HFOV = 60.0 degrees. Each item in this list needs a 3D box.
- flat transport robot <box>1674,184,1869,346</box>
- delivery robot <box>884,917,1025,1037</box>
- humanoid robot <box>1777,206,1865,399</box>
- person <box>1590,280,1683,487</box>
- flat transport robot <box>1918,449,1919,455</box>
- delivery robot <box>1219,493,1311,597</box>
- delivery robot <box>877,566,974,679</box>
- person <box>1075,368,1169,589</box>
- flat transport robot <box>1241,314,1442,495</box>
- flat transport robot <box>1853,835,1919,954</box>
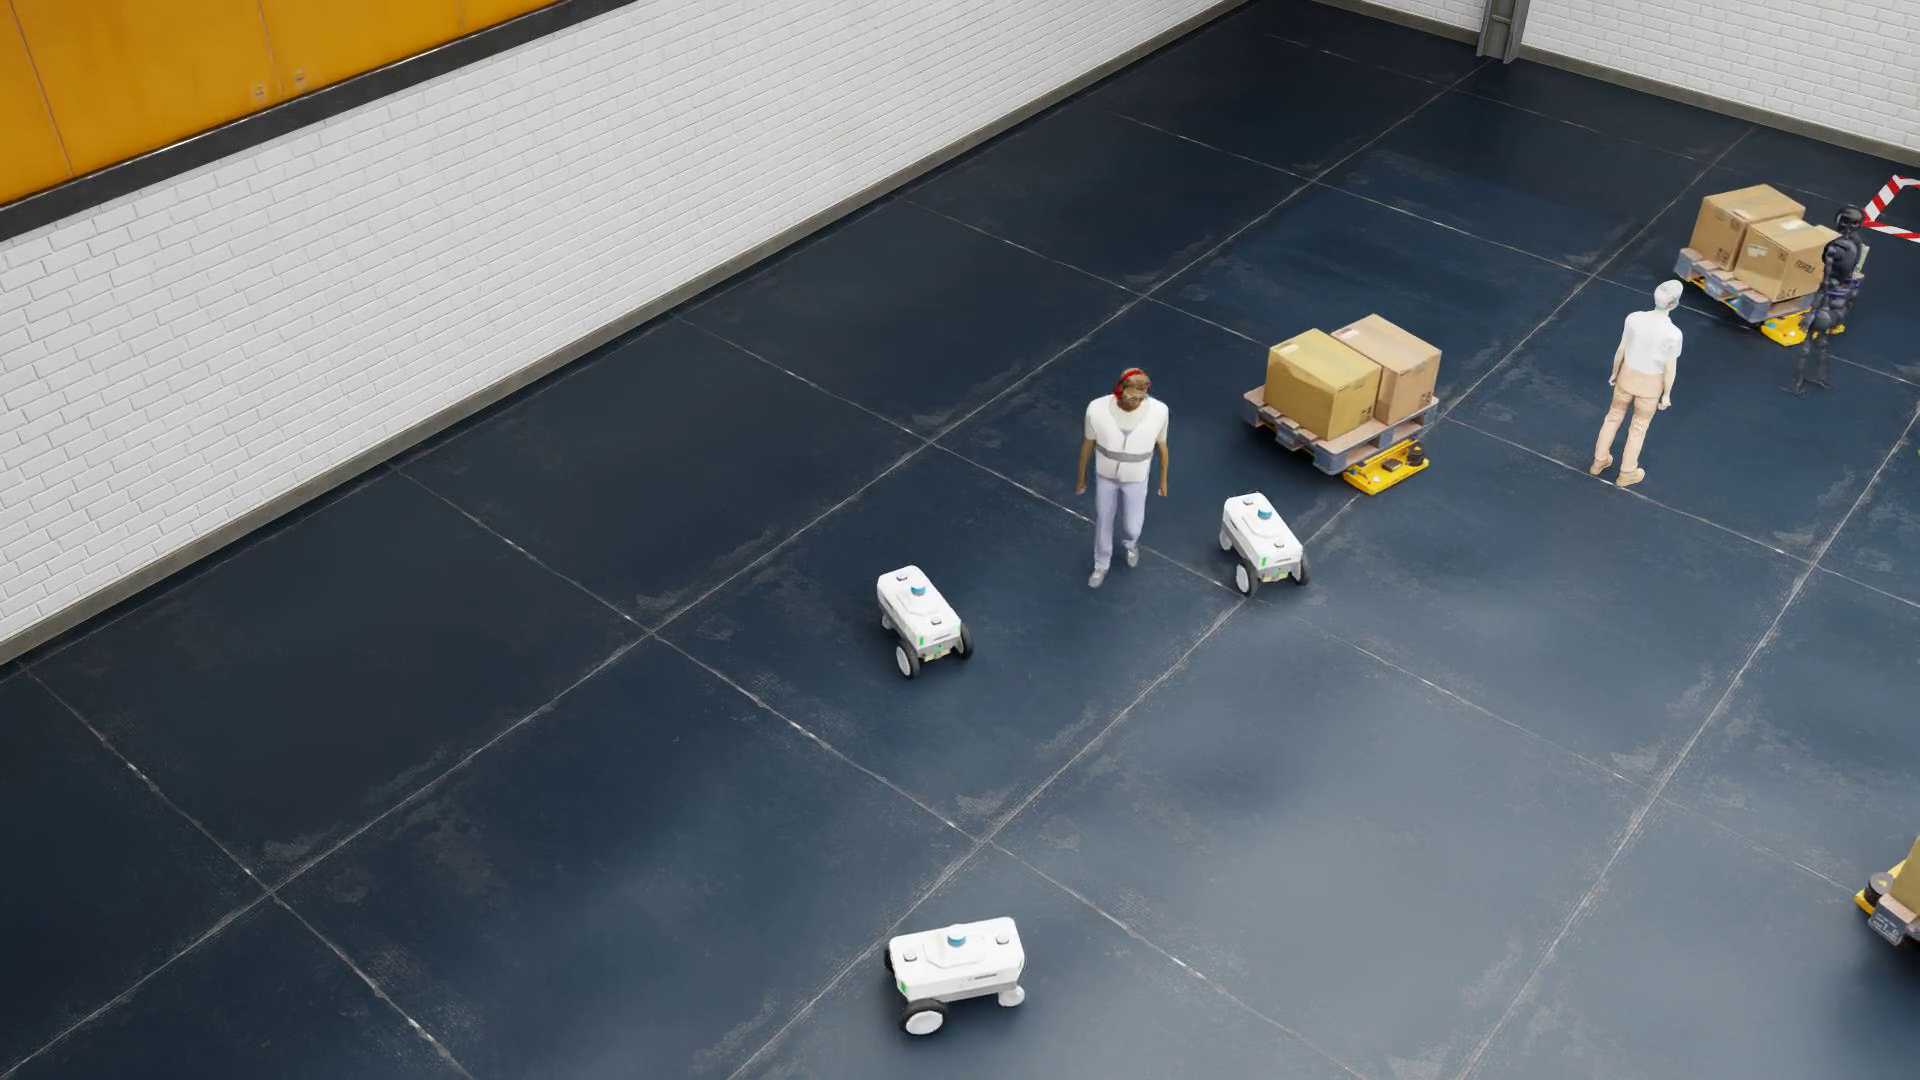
[{"bbox_3d":[7.231,-2.230,15.054,0.659,0.231,1.431,-14,41,-17],"label":"flat transport robot"},{"bbox_3d":[-0.032,2.347,9.150,0.802,0.600,0.499,-8,40,-10],"label":"delivery robot"},{"bbox_3d":[7.100,-1.944,13.585,0.614,1.641,0.375,-29,47,-31],"label":"humanoid robot"},{"bbox_3d":[5.158,-1.194,12.589,0.311,1.746,0.490,-30,48,-32],"label":"person"},{"bbox_3d":[8.266,-0.456,12.852,0.659,0.231,1.431,-20,43,-23],"label":"flat transport robot"},{"bbox_3d":[2.182,-0.005,12.046,0.499,0.570,0.750,-11,40,-13],"label":"delivery robot"},{"bbox_3d":[-0.270,0.524,11.397,0.513,0.581,0.740,-19,42,-22],"label":"delivery robot"},{"bbox_3d":[1.125,-0.446,11.597,0.645,1.829,0.446,7,39,9],"label":"person"},{"bbox_3d":[3.011,-0.875,13.373,0.659,0.231,1.431,-25,45,-28],"label":"flat transport robot"},{"bbox_3d":[5.905,2.328,9.397,0.659,0.231,1.431,-22,44,-25],"label":"flat transport robot"}]
